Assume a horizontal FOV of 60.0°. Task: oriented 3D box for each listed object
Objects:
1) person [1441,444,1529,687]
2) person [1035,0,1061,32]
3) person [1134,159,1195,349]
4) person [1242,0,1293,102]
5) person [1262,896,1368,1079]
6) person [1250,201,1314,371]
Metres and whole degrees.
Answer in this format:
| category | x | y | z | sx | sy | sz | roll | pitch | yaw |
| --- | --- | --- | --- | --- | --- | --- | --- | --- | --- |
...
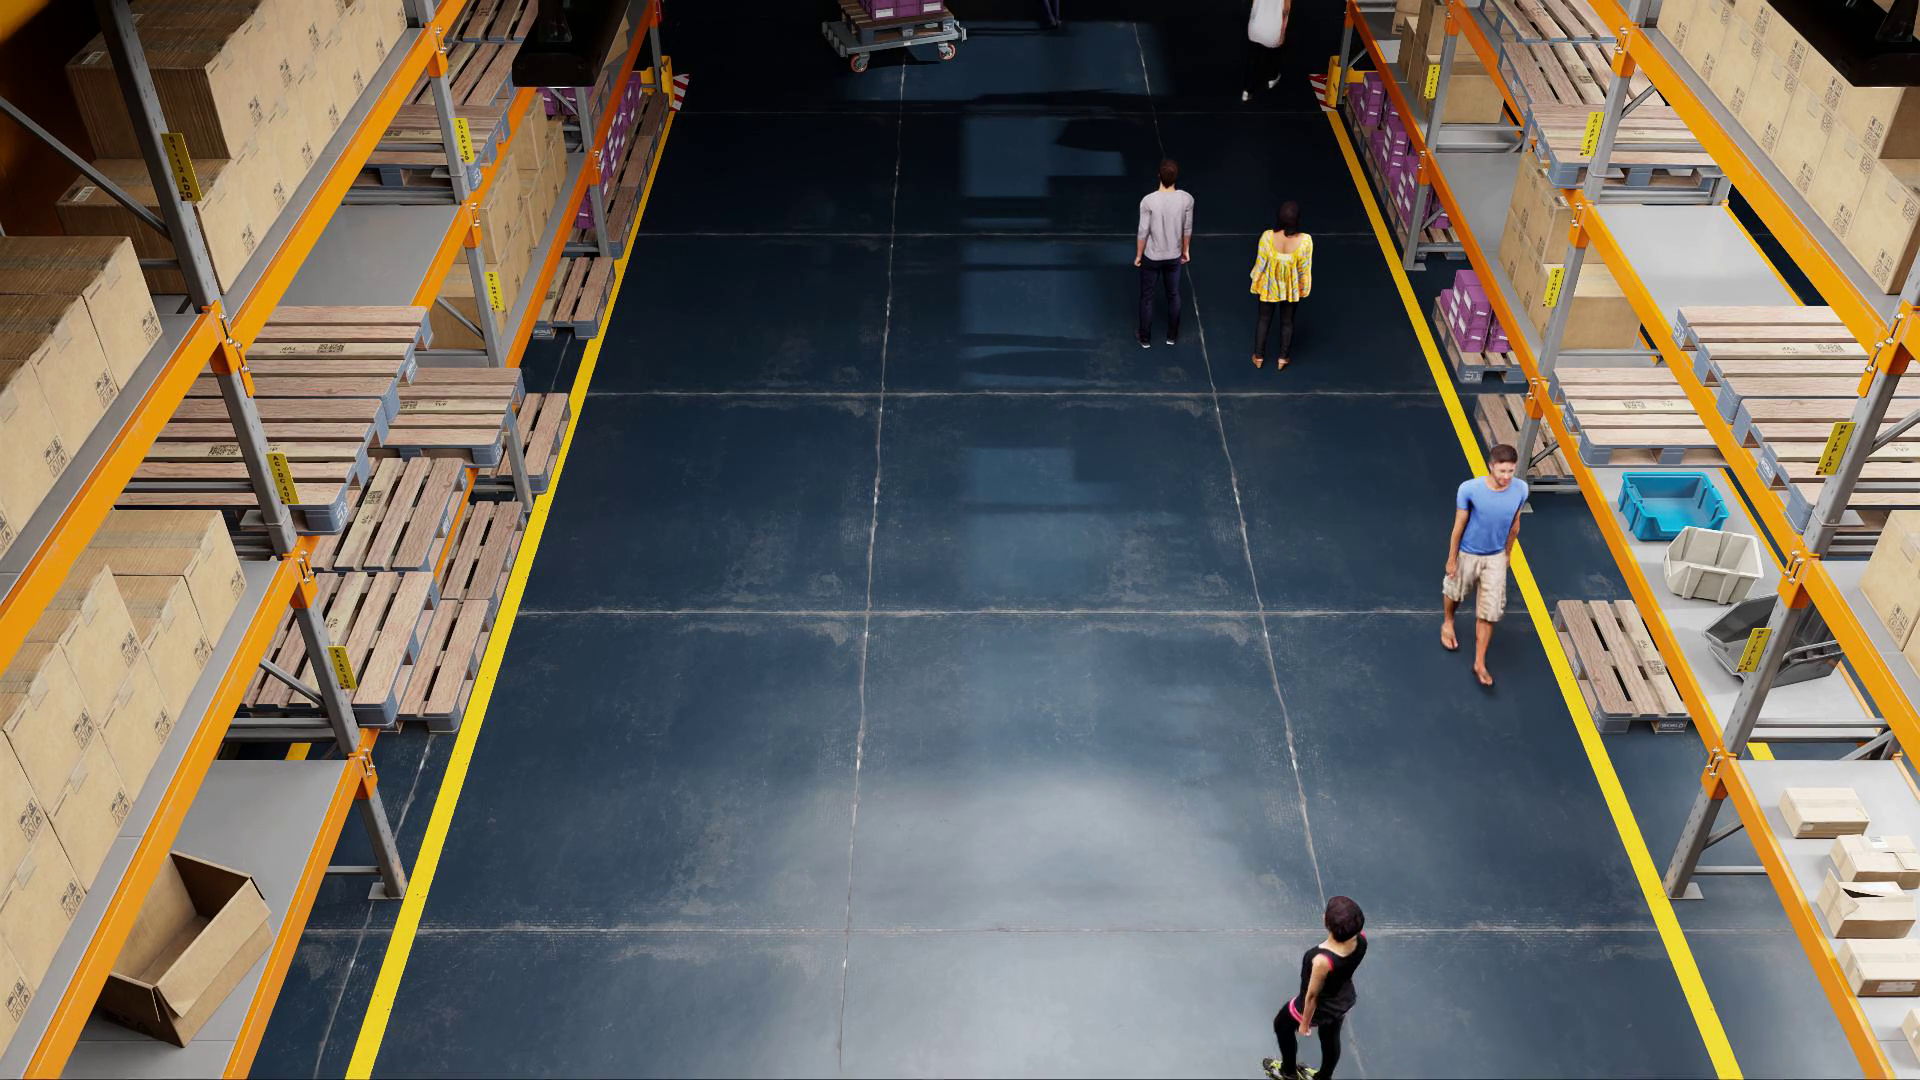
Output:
| category | x | y | z | sx | sy | sz | roll | pitch | yaw |
| --- | --- | --- | --- | --- | --- | --- | --- | --- | --- |
| person | 3.679 | 0.027 | 11.847 | 0.692 | 1.841 | 1.027 | 3 | 39 | 4 |
| person | 1.231 | -7.327 | 21.142 | 0.753 | 1.733 | 0.574 | 7 | 39 | 8 |
| person | 1.839 | -2.609 | 15.146 | 0.696 | 1.843 | 0.579 | -6 | 39 | -7 |
| person | 3.562 | -5.947 | 19.482 | 1.011 | 1.647 | 1.229 | 18 | 42 | 22 |
| person | 2.014 | 2.526 | 8.958 | 0.707 | 1.540 | 0.756 | -24 | 44 | -27 |
| person | 2.862 | -2.263 | 14.863 | 0.757 | 1.655 | 0.792 | 6 | 39 | 7 |
